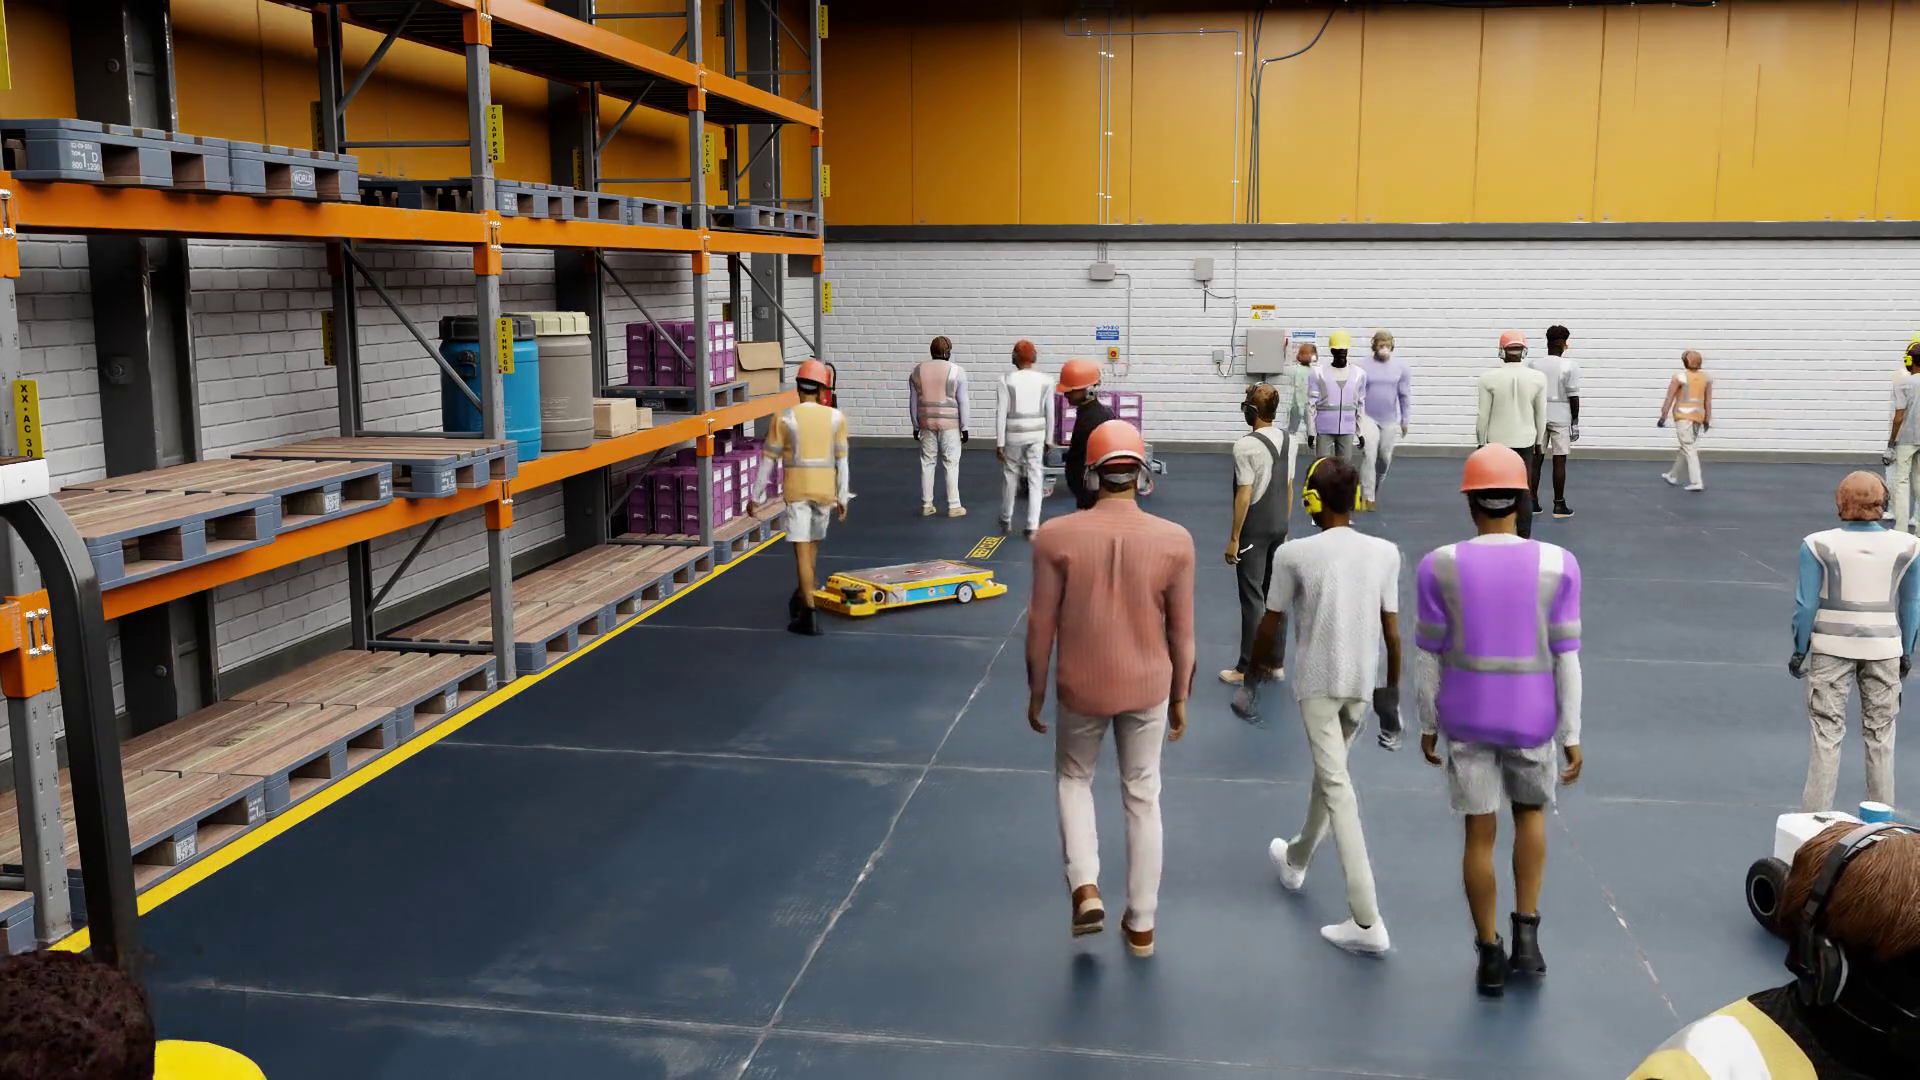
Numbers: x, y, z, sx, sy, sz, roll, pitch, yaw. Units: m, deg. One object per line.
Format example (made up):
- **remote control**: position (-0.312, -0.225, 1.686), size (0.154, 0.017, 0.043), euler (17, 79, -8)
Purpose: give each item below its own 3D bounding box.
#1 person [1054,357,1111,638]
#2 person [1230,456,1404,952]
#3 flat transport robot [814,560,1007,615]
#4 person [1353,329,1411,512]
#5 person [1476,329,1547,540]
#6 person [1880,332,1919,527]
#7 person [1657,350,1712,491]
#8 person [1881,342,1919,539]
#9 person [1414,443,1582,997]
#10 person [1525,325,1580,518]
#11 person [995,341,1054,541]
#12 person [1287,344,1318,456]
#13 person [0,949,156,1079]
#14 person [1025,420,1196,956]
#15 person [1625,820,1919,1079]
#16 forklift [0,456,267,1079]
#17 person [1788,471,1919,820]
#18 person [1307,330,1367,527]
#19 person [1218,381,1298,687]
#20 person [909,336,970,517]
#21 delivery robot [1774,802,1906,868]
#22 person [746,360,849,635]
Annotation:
- **person**: position (0.978, -0.261, 11.199), size (0.750, 1.946, 0.652), euler (1, 9, 6)
- **person**: position (1.393, 0.588, 6.363), size (0.543, 1.806, 1.010), euler (-2, 10, -15)
- **flat transport robot**: position (-0.404, 0.344, 12.569), size (1.431, 0.197, 0.652), euler (-7, 11, -36)
- **person**: position (4.419, -1.280, 17.590), size (0.631, 1.911, 0.827), euler (1, 9, 8)
- **person**: position (4.885, -0.872, 14.775), size (0.612, 1.992, 0.385), euler (1, 9, 6)
- **person**: position (9.381, -1.091, 16.401), size (0.614, 1.893, 0.821), euler (0, 9, 1)
- **person**: position (8.323, -1.373, 19.081), size (0.525, 1.591, 0.856), euler (-2, 10, -15)
- **person**: position (8.600, -0.853, 15.037), size (0.530, 1.869, 0.311), euler (-2, 9, -12)
- **person**: position (1.863, 0.623, 5.794), size (0.570, 1.910, 0.473), euler (3, 10, 16)
- **person**: position (6.029, -1.208, 16.951), size (0.603, 1.959, 0.380), euler (9, 13, 43)
- **person**: position (0.583, -0.953, 15.719), size (0.604, 1.838, 0.958), euler (-2, 9, -13)
- **person**: position (4.323, -1.630, 20.660), size (0.831, 1.599, 0.519), euler (8, 12, 39)
- **person**: position (-0.811, 1.319, 1.570), size (0.623, 1.882, 0.846), euler (3, 10, 20)
- **person**: position (0.555, 0.547, 6.119), size (0.636, 1.962, 0.562), euler (0, 9, -2)
- **person**: position (1.121, 1.253, 2.136), size (0.622, 1.844, 0.429), euler (-3, 10, -19)
- **forklift**: position (-2.328, 0.975, 2.765), size (2.313, 2.155, 1.214), euler (1, 9, 9)
- **person**: position (3.941, 0.511, 7.339), size (0.513, 1.637, 0.313), euler (2, 9, 13)
- **person**: position (3.690, -1.089, 16.311), size (0.585, 1.928, 0.368), euler (-1, 9, -4)
- **person**: position (1.804, -0.032, 10.050), size (0.506, 1.846, 0.345), euler (-8, 12, -39)
- **person**: position (-0.194, -1.156, 16.990), size (0.633, 1.842, 0.429), euler (3, 10, 20)
- **delivery robot**: position (3.335, 1.205, 6.095), size (0.477, 0.478, 0.707), euler (-2, 9, -10)
- **person**: position (-1.137, -0.316, 11.708), size (0.681, 1.869, 0.947), euler (-5, 10, -27)
